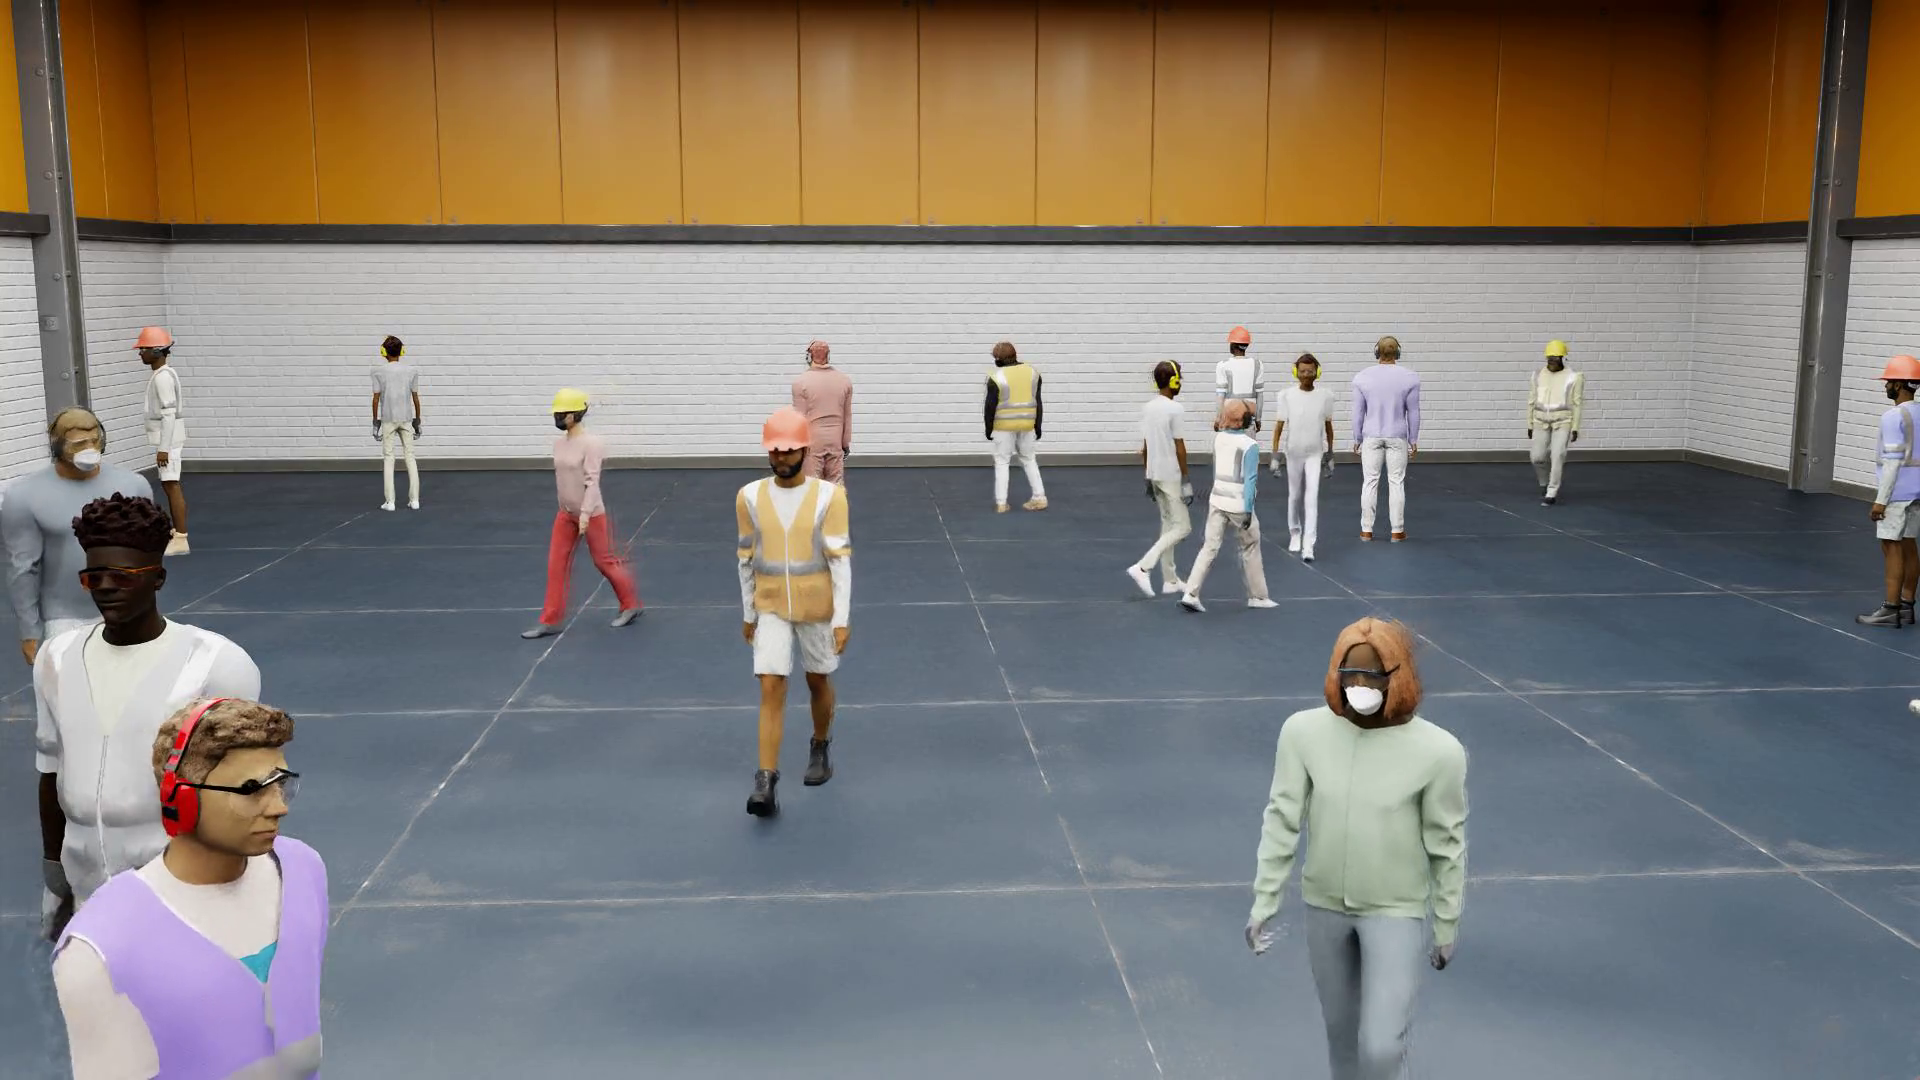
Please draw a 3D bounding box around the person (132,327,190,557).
[{"bbox_3d":[-7.122,-0.875,14.847,0.378,2.044,0.607,-5,10,-27],"label":"person"}]

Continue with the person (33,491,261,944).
[{"bbox_3d":[-2.066,0.853,4.236,0.611,1.966,0.362,1,9,7],"label":"person"}]

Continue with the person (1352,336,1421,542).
[{"bbox_3d":[3.982,-0.940,15.584,0.630,1.940,0.372,3,10,18],"label":"person"}]

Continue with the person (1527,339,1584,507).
[{"bbox_3d":[6.434,-1.267,18.027,0.594,1.817,0.447,7,11,36],"label":"person"}]

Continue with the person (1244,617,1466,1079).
[{"bbox_3d":[1.008,1.011,4.336,0.508,1.617,0.598,6,11,35],"label":"person"}]

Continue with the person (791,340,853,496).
[{"bbox_3d":[-1.306,-0.897,15.413,0.652,1.906,0.402,-7,11,-37],"label":"person"}]

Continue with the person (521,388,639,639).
[{"bbox_3d":[-2.640,-0.200,11.609,0.528,1.726,0.884,7,11,37],"label":"person"}]

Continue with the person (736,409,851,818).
[{"bbox_3d":[-0.786,0.324,7.832,0.563,1.878,1.032,1,9,5],"label":"person"}]

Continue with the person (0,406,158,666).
[{"bbox_3d":[-3.920,0.356,7.485,0.640,1.924,0.459,-7,11,-37],"label":"person"}]

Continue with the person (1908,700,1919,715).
[{"bbox_3d":[5.588,0.087,8.928,0.616,2.015,0.950,-2,9,-15],"label":"person"}]

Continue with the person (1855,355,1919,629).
[{"bbox_3d":[6.648,-0.340,11.815,0.547,1.939,0.376,-6,11,-34],"label":"person"}]

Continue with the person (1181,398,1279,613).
[{"bbox_3d":[1.992,-0.244,12.335,0.849,1.613,0.527,-6,11,-33],"label":"person"}]

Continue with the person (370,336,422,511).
[{"bbox_3d":[-6.005,-1.243,17.737,0.516,1.861,0.317,-5,10,-30],"label":"person"}]

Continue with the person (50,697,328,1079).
[{"bbox_3d":[-1.343,1.146,2.935,0.978,1.803,0.581,4,10,22],"label":"person"}]

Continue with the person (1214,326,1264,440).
[{"bbox_3d":[3.052,-1.370,18.267,0.552,1.942,0.340,-2,9,-10],"label":"person"}]

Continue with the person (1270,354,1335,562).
[{"bbox_3d":[3.040,-0.744,14.750,0.561,1.819,1.005,2,9,10],"label":"person"}]

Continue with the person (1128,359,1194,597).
[{"bbox_3d":[1.596,-0.466,12.875,0.649,1.853,0.564,-4,10,-25],"label":"person"}]

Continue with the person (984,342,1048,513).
[{"bbox_3d":[0.587,-1.180,17.529,0.712,1.803,0.430,-4,10,-23],"label":"person"}]
